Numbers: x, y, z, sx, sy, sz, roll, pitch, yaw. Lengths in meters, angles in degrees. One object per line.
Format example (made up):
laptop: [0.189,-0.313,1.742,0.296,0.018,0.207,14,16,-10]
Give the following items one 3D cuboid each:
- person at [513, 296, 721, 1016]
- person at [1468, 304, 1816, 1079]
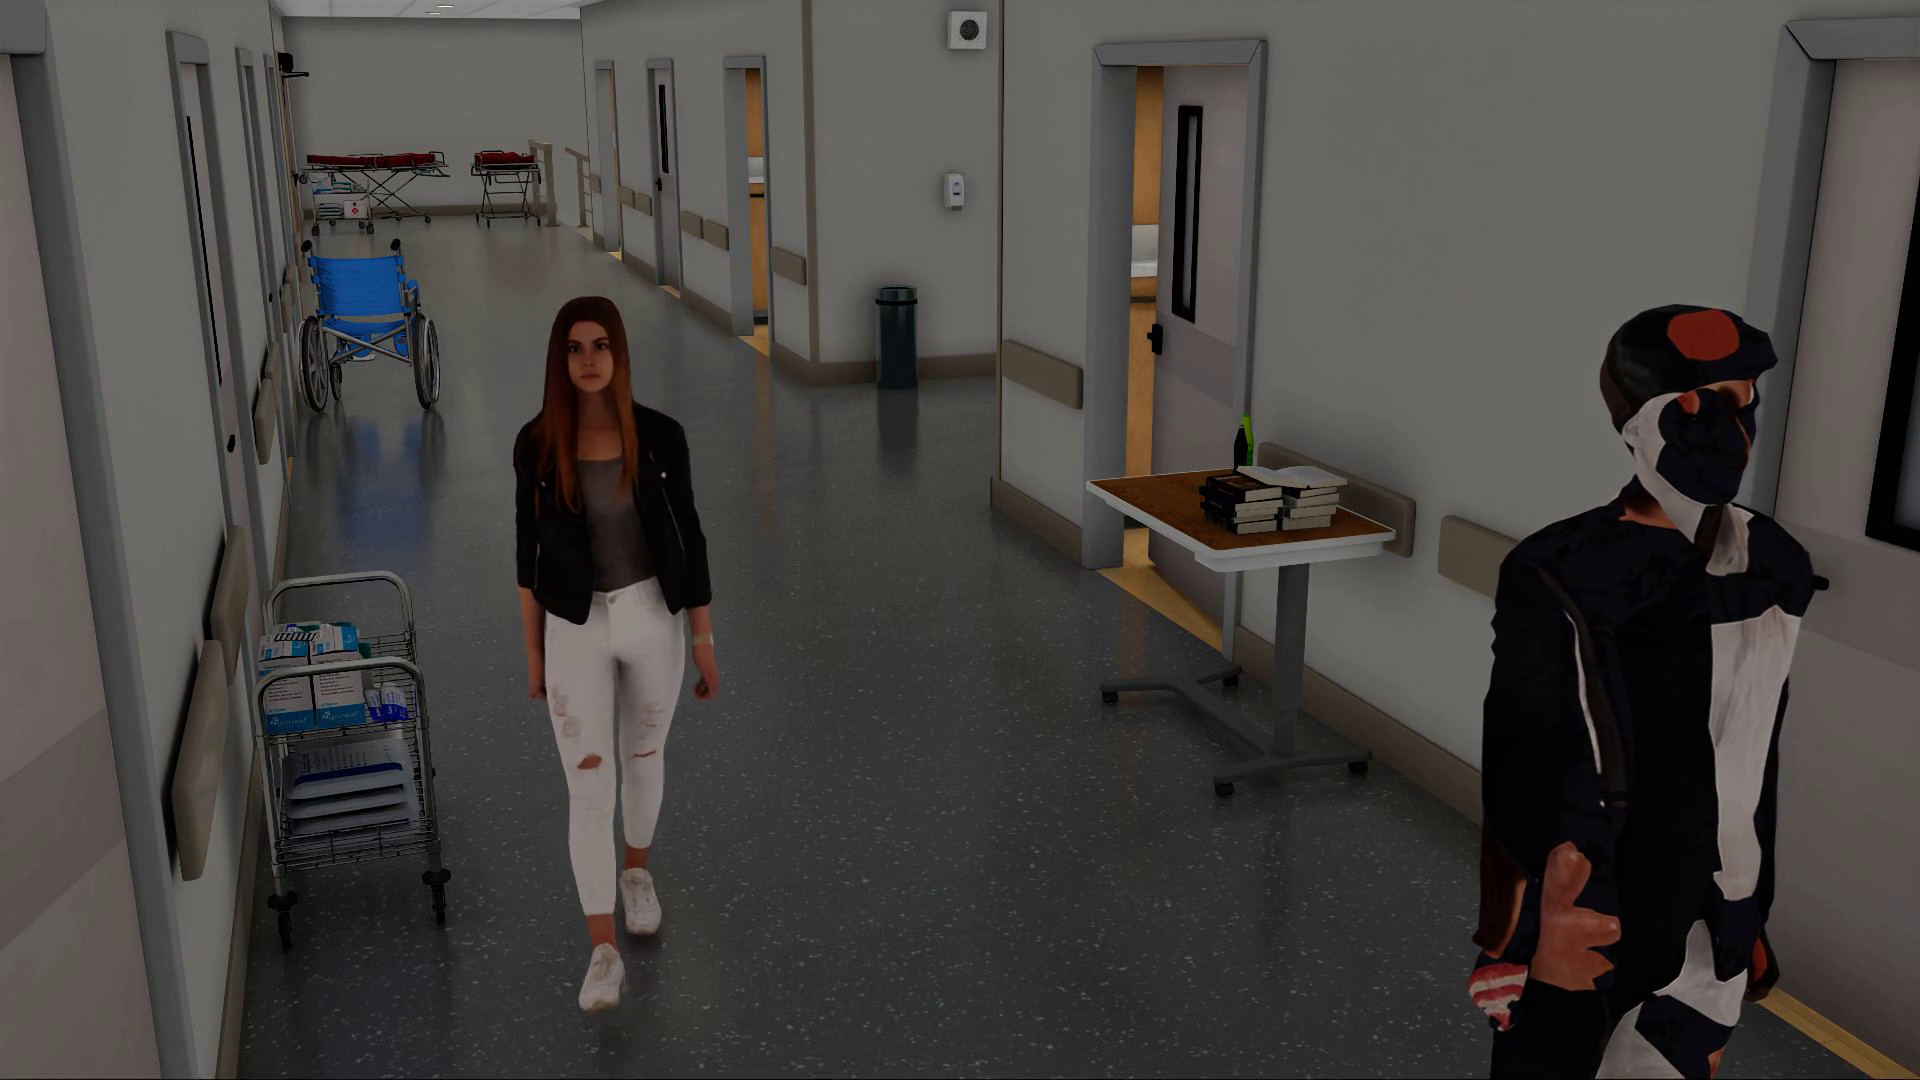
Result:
person: [-0.862,0.235,4.166,0.684,1.676,1.040,-4,16,-14]
person: [1.006,0.583,2.534,0.681,1.892,0.590,-5,16,-16]
